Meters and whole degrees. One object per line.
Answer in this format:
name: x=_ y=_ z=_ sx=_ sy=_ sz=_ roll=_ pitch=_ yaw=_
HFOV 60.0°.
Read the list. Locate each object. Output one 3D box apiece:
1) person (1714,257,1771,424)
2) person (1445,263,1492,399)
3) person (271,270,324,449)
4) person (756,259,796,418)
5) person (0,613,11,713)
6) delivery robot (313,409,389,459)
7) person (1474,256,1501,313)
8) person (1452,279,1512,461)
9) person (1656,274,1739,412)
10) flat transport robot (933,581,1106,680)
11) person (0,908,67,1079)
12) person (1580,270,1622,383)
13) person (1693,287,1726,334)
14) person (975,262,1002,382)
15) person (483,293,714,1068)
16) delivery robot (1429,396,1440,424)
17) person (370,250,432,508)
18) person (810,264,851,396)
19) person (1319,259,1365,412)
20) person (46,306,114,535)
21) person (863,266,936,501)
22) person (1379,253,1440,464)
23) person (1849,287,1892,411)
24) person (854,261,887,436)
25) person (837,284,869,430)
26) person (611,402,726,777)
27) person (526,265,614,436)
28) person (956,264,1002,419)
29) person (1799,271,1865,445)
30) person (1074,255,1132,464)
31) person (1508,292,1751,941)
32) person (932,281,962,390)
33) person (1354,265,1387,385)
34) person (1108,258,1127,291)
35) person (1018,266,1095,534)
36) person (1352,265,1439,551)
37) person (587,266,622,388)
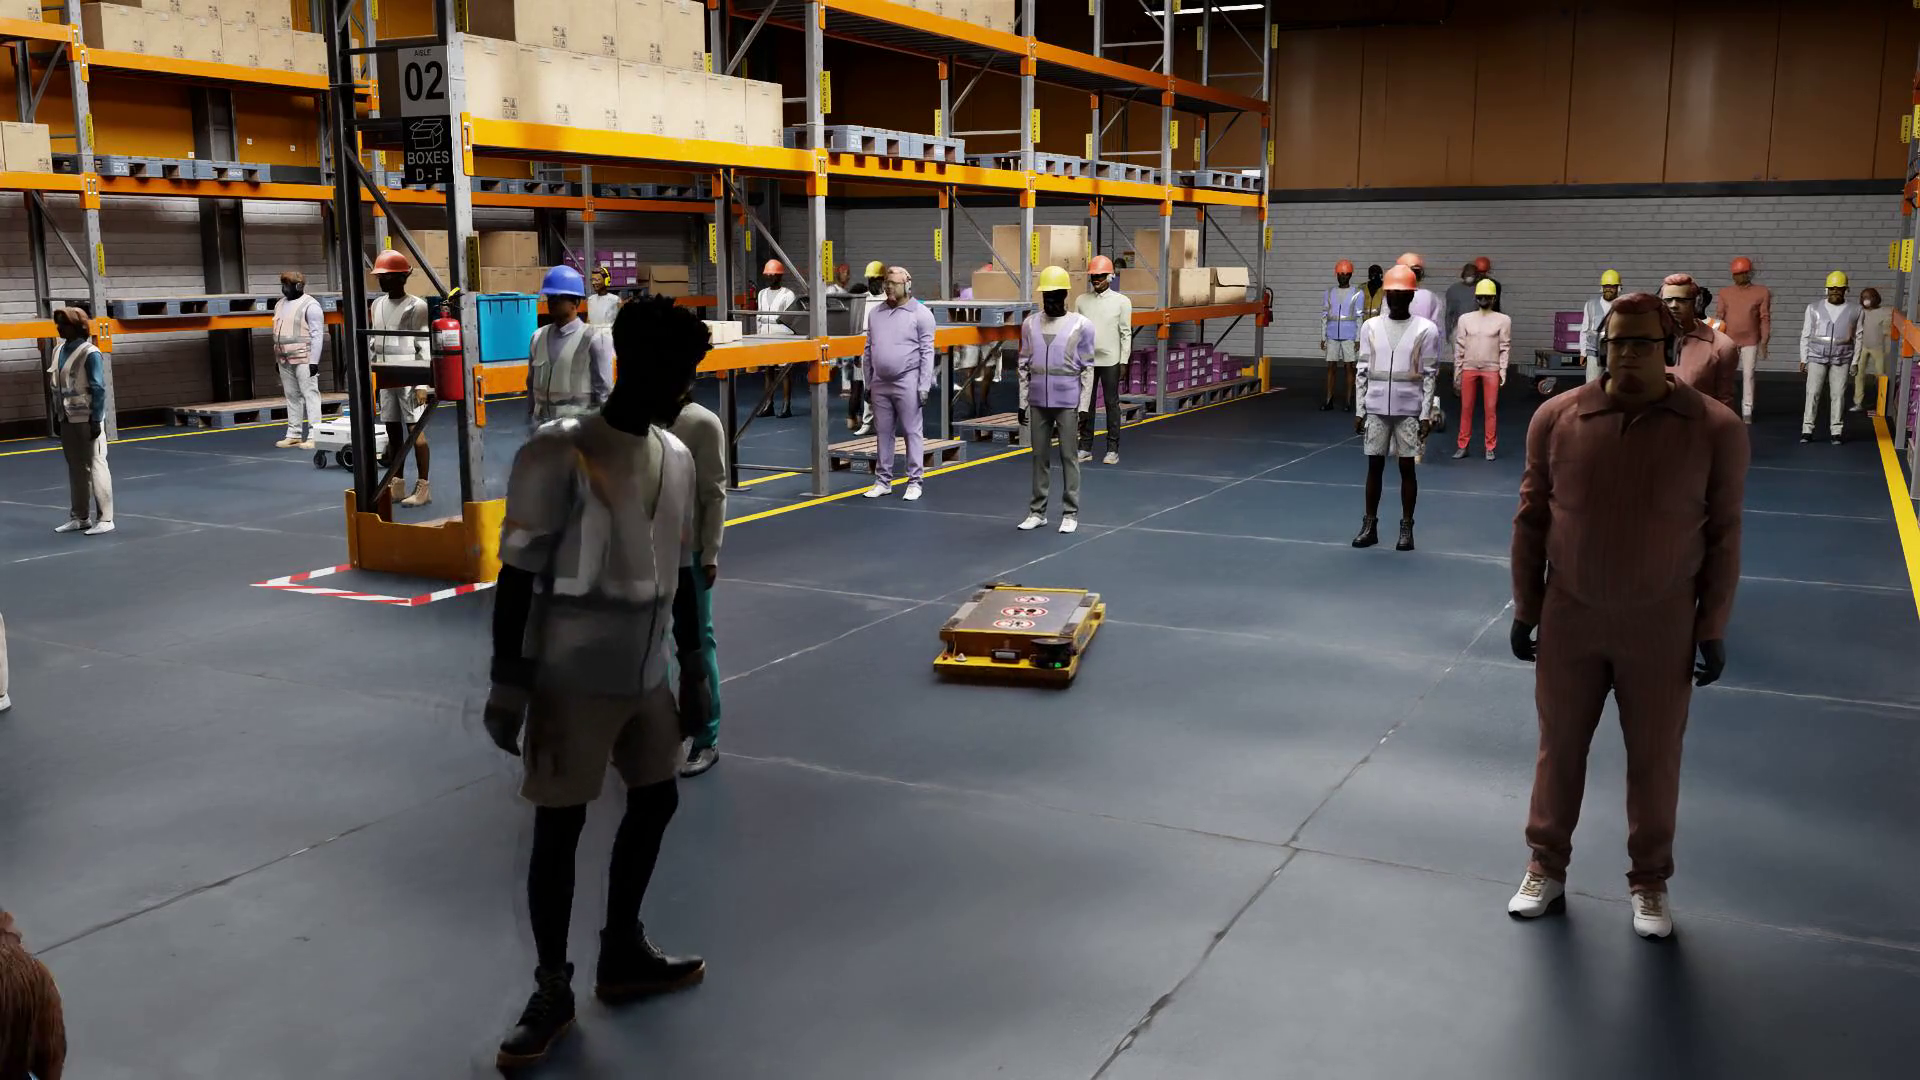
person: x=9.254 y=-2.345 z=19.718 sx=0.652 sy=1.977 sz=0.502 roll=8 pitch=13 yaw=40
person: x=7.148 y=-2.944 z=23.404 sx=0.642 sy=1.882 sz=1.061 roll=3 pitch=10 yaw=17
person: x=-6.869 y=-1.862 z=17.225 sx=0.626 sy=1.846 sz=0.429 roll=5 pitch=11 yaw=27
person: x=-2.272 y=-2.463 z=20.419 sx=0.545 sy=1.942 sz=0.350 roll=5 pitch=11 yaw=27
person: x=-4.382 y=-0.033 z=7.227 sx=0.514 sy=1.641 sz=0.308 roll=5 pitch=11 yaw=27
delivery robot: x=-5.709 y=-0.981 z=15.581 sx=0.707 sy=0.478 sz=0.477 roll=5 pitch=11 yaw=27
person: x=7.632 y=-3.178 z=24.469 sx=0.691 sy=1.971 sz=0.563 roll=9 pitch=13 yaw=43
person: x=5.095 y=-1.657 z=16.257 sx=0.525 sy=1.772 sz=0.305 roll=5 pitch=11 yaw=27
person: x=3.893 y=-0.500 z=9.157 sx=0.642 sy=1.909 sz=0.409 roll=5 pitch=11 yaw=27
flat transport robot: x=0.333 y=0.439 z=8.451 sx=0.652 sy=0.197 sz=1.431 roll=2 pitch=10 yaw=12
person: x=-0.806 y=1.052 z=1.081 sx=0.692 sy=1.592 sz=0.347 roll=-9 pitch=13 yaw=-41
person: x=7.306 y=-2.129 z=18.803 sx=0.590 sy=1.833 sz=0.404 roll=5 pitch=11 yaw=27
person: x=7.155 y=-1.614 z=16.214 sx=0.535 sy=1.697 sz=0.318 roll=5 pitch=11 yaw=27
person: x=0.480 y=-3.421 z=26.176 sx=0.513 sy=1.872 sz=0.328 roll=5 pitch=11 yaw=27
person: x=-0.937 y=0.345 z=4.248 sx=0.370 sy=1.928 sz=0.750 roll=6 pitch=12 yaw=33
delivery robot: x=5.163 y=-1.555 z=18.905 sx=0.477 sy=0.478 sz=0.707 roll=-1 pitch=10 yaw=-9
person: x=-4.478 y=-1.277 z=13.263 sx=0.607 sy=2.044 sz=0.375 roll=5 pitch=11 yaw=27
person: x=-1.758 y=-2.958 z=23.513 sx=0.681 sy=1.867 sz=0.600 roll=4 pitch=11 yaw=23
person: x=4.875 y=-2.608 z=21.262 sx=0.545 sy=1.942 sz=0.350 roll=5 pitch=11 yaw=27
person: x=-6.345 y=-0.858 z=11.993 sx=0.514 sy=1.645 sz=0.308 roll=5 pitch=11 yaw=27
person: x=-0.526 y=-1.280 z=13.662 sx=0.642 sy=1.913 sz=0.409 roll=5 pitch=11 yaw=27
person: x=4.244 y=-1.762 z=16.148 sx=0.610 sy=2.010 sz=0.895 roll=-5 pitch=11 yaw=-26
person: x=11.727 y=-2.443 z=21.340 sx=0.619 sy=1.589 sz=0.515 roll=-8 pitch=13 yaw=-40
person: x=-0.918 y=-2.095 z=18.323 sx=0.587 sy=1.930 sz=0.360 roll=5 pitch=11 yaw=27
person: x=-1.125 y=-2.119 z=19.223 sx=0.539 sy=1.660 sz=0.810 roll=5 pitch=11 yaw=27
person: x=-1.142 y=0.033 z=6.473 sx=0.525 sy=1.772 sz=0.305 roll=5 pitch=11 yaw=27
person: x=-2.271 y=-0.611 z=9.674 sx=0.605 sy=1.951 sz=0.380 roll=5 pitch=11 yaw=27
person: x=0.227 y=-2.431 z=20.427 sx=0.641 sy=1.886 sz=0.421 roll=-4 pitch=11 yaw=-23
person: x=9.211 y=-1.922 z=17.606 sx=0.590 sy=1.833 sz=0.404 roll=5 pitch=11 yaw=27
person: x=1.344 y=-1.729 z=16.015 sx=0.612 sy=1.995 sz=0.379 roll=5 pitch=11 yaw=27
person: x=1.962 y=0.225 z=4.960 sx=0.642 sy=1.909 sz=0.409 roll=5 pitch=11 yaw=27
person: x=-0.203 y=-2.992 z=24.392 sx=0.552 sy=1.621 sz=0.499 roll=-5 pitch=11 yaw=-27
person: x=6.294 y=-3.261 z=25.362 sx=0.636 sy=1.839 sz=0.431 roll=5 pitch=11 yaw=27
person: x=2.759 y=-3.927 z=28.907 sx=0.631 sy=1.940 sz=0.372 roll=5 pitch=11 yaw=27
person: x=0.683 y=-1.012 z=12.062 sx=0.587 sy=1.927 sz=0.367 roll=5 pitch=11 yaw=27
person: x=2.963 y=-0.898 z=11.358 sx=0.545 sy=1.942 sz=0.350 roll=5 pitch=11 yaw=27
person: x=-4.032 y=-2.145 z=18.787 sx=0.513 sy=1.872 sz=0.328 roll=5 pitch=11 yaw=27
